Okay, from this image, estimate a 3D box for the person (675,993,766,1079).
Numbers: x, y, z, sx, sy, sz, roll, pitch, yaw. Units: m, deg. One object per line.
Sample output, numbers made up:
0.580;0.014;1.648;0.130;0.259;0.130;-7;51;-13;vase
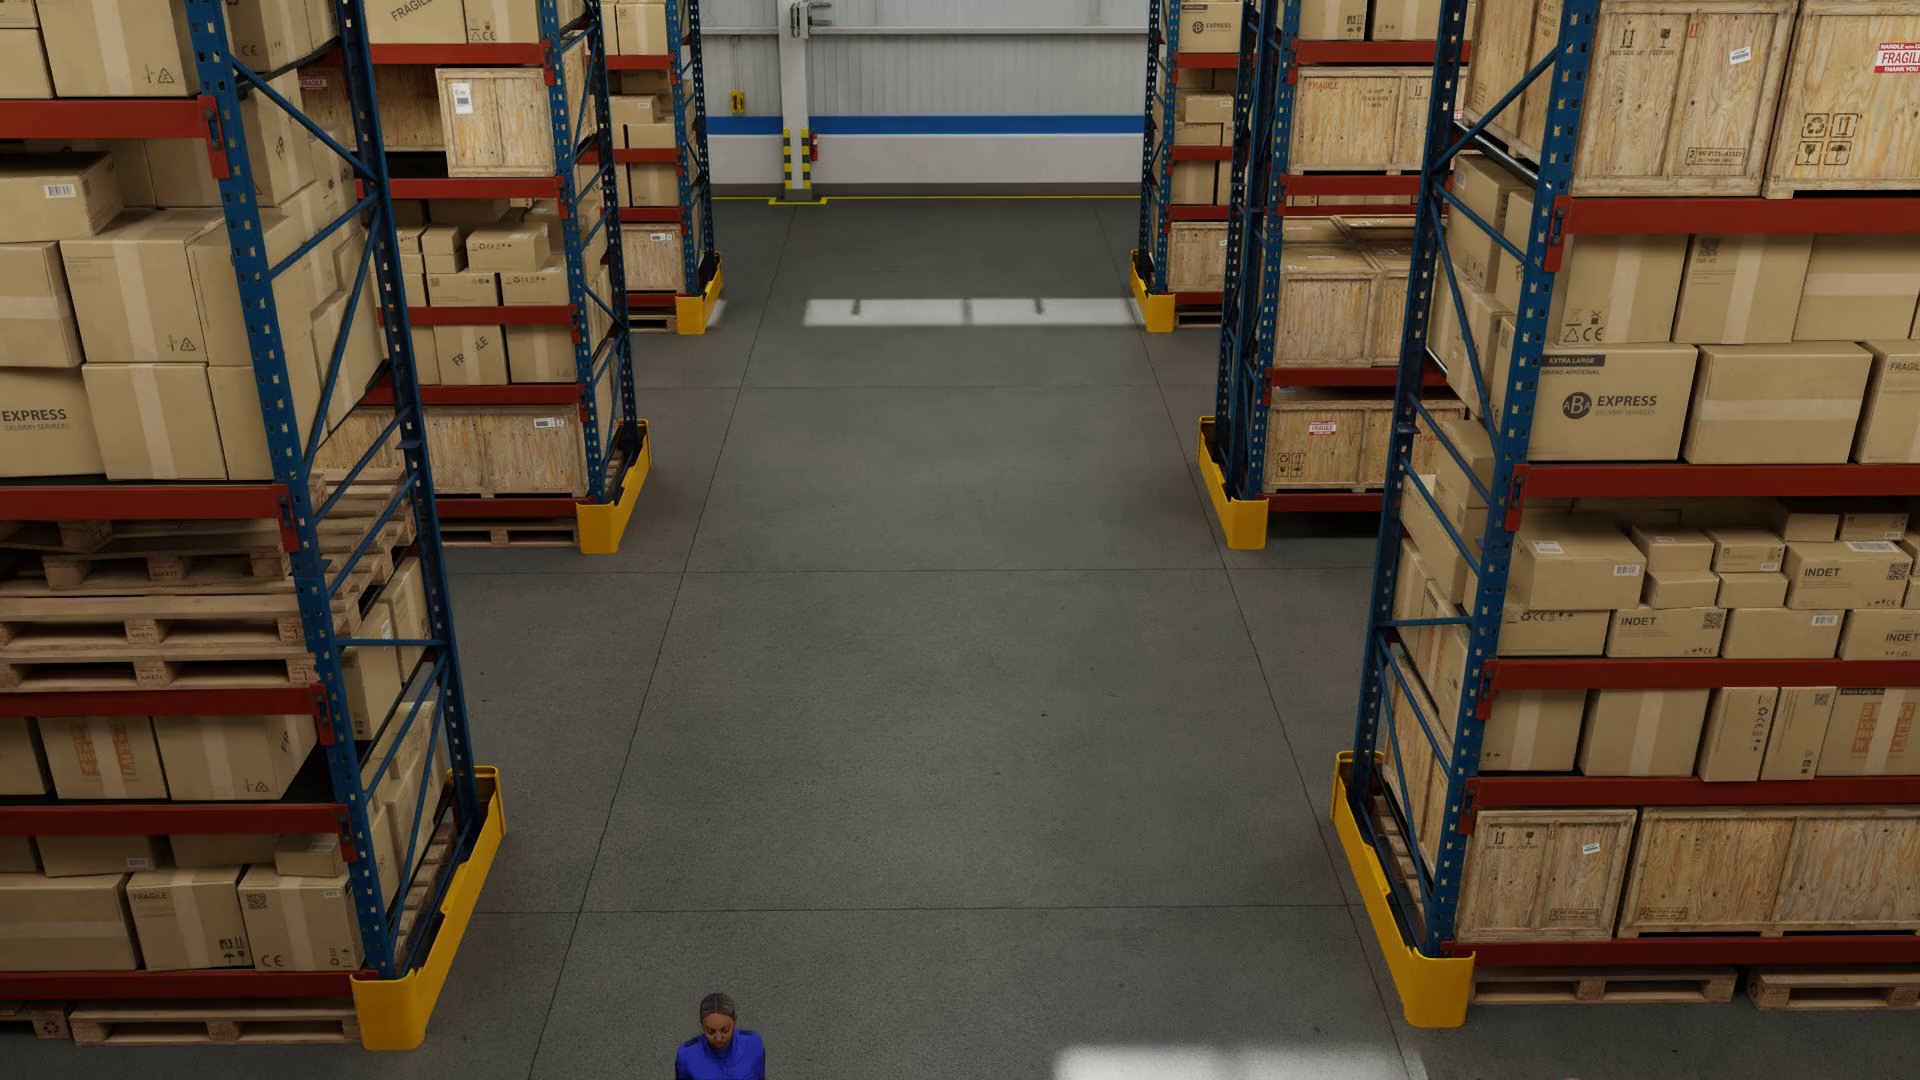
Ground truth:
-1.103;2.853;7.903;0.439;1.658;0.342;-7;26;-15;person
